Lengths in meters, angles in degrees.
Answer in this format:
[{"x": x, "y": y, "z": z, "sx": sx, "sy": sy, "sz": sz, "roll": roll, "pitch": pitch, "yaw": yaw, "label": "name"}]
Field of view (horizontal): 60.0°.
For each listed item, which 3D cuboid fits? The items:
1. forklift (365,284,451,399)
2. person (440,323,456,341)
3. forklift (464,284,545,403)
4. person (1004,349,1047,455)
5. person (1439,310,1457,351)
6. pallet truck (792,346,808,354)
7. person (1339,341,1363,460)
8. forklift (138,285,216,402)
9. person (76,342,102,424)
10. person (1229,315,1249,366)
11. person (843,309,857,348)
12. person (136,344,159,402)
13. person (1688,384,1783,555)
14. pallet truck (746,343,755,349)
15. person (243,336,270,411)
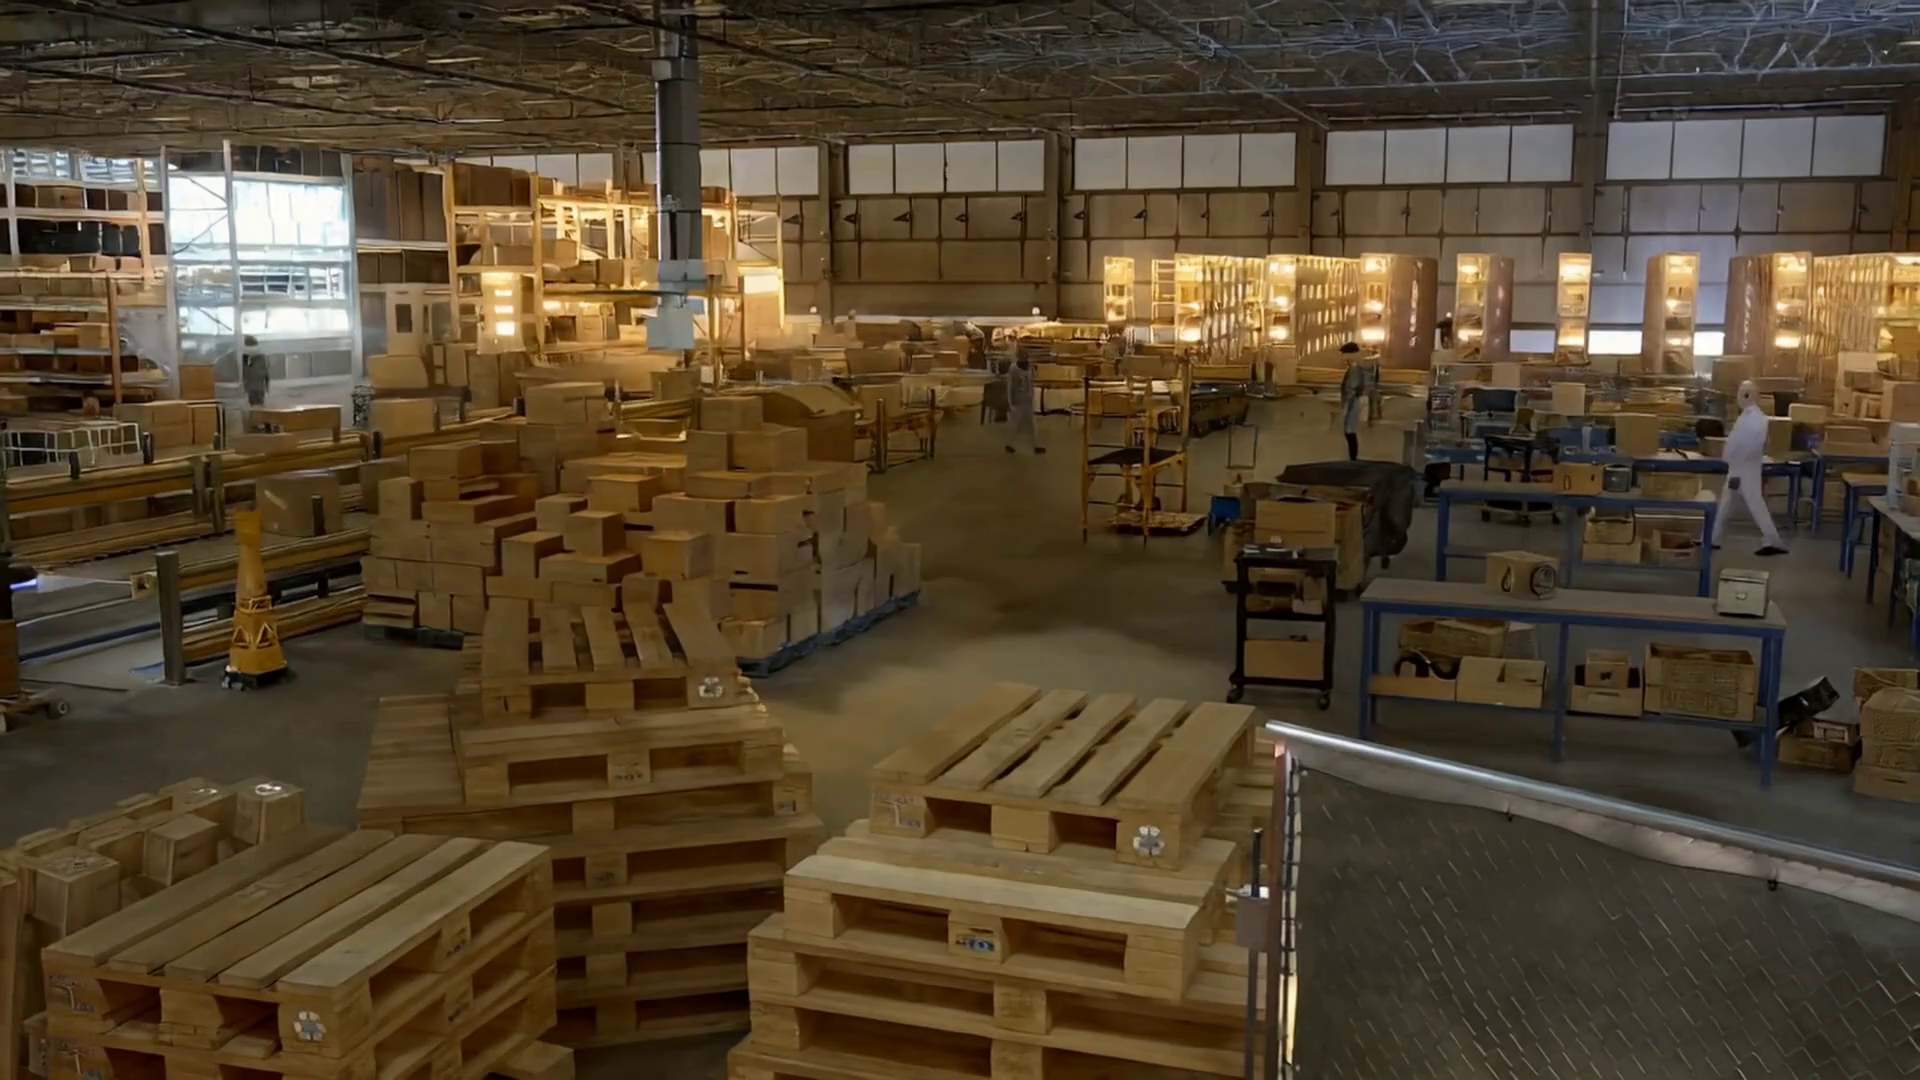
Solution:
[{"x": -13.545, "y": -4.857, "z": 40.586, "sx": 1.129, "sy": 2.768, "sz": 1.873, "roll": 3, "pitch": 10, "yaw": 20, "label": "forklift"}, {"x": -13.620, "y": -4.881, "z": 44.260, "sx": 0.324, "sy": 1.757, "sz": 0.556, "roll": 5, "pitch": 10, "yaw": 28, "label": "person"}, {"x": -10.832, "y": -4.702, "z": 39.610, "sx": 1.129, "sy": 2.768, "sz": 1.873, "roll": 3, "pitch": 10, "yaw": 20, "label": "forklift"}, {"x": 1.063, "y": -2.326, "z": 28.132, "sx": 0.622, "sy": 1.778, "sz": 0.938, "roll": -7, "pitch": 11, "yaw": -37, "label": "person"}, {"x": 16.506, "y": -6.837, "z": 56.263, "sx": 0.567, "sy": 1.841, "sz": 0.375, "roll": 3, "pitch": 9, "yaw": 17, "label": "person"}, {"x": -3.705, "y": -4.298, "z": 42.022, "sx": 0.653, "sy": 1.274, "sz": 1.630, "roll": 3, "pitch": 10, "yaw": 20, "label": "pallet truck"}, {"x": 5.855, "y": -1.957, "z": 24.995, "sx": 0.370, "sy": 2.044, "sz": 0.608, "roll": 2, "pitch": 9, "yaw": 15, "label": "person"}, {"x": -17.480, "y": -4.200, "z": 36.461, "sx": 1.873, "sy": 2.768, "sz": 1.129, "roll": 3, "pitch": 10, "yaw": 19, "label": "forklift"}, {"x": -17.463, "y": -3.109, "z": 33.312, "sx": 0.322, "sy": 1.697, "sz": 0.536, "roll": 4, "pitch": 10, "yaw": 24, "label": "person"}, {"x": 8.955, "y": -6.452, "z": 54.157, "sx": 1.004, "sy": 1.763, "sz": 0.645, "roll": 5, "pitch": 10, "yaw": 30, "label": "person"}, {"x": -3.477, "y": -6.346, "z": 52.817, "sx": 0.512, "sy": 1.963, "sz": 0.649, "roll": -6, "pitch": 11, "yaw": -31, "label": "person"}, {"x": -16.651, "y": -3.196, "z": 34.057, "sx": 0.270, "sy": 1.632, "sz": 0.504, "roll": 4, "pitch": 10, "yaw": 26, "label": "person"}, {"x": 8.527, "y": -0.764, "z": 18.107, "sx": 0.980, "sy": 1.860, "sz": 0.659, "roll": 5, "pitch": 10, "yaw": 27, "label": "person"}, {"x": -6.183, "y": -4.618, "z": 44.264, "sx": 1.601, "sy": 1.201, "sz": 0.680, "roll": -9, "pitch": 12, "yaw": -43, "label": "pallet truck"}, {"x": -12.880, "y": -2.780, "z": 30.535, "sx": 0.578, "sy": 1.923, "sz": 0.487, "roll": 4, "pitch": 10, "yaw": 26, "label": "person"}]
